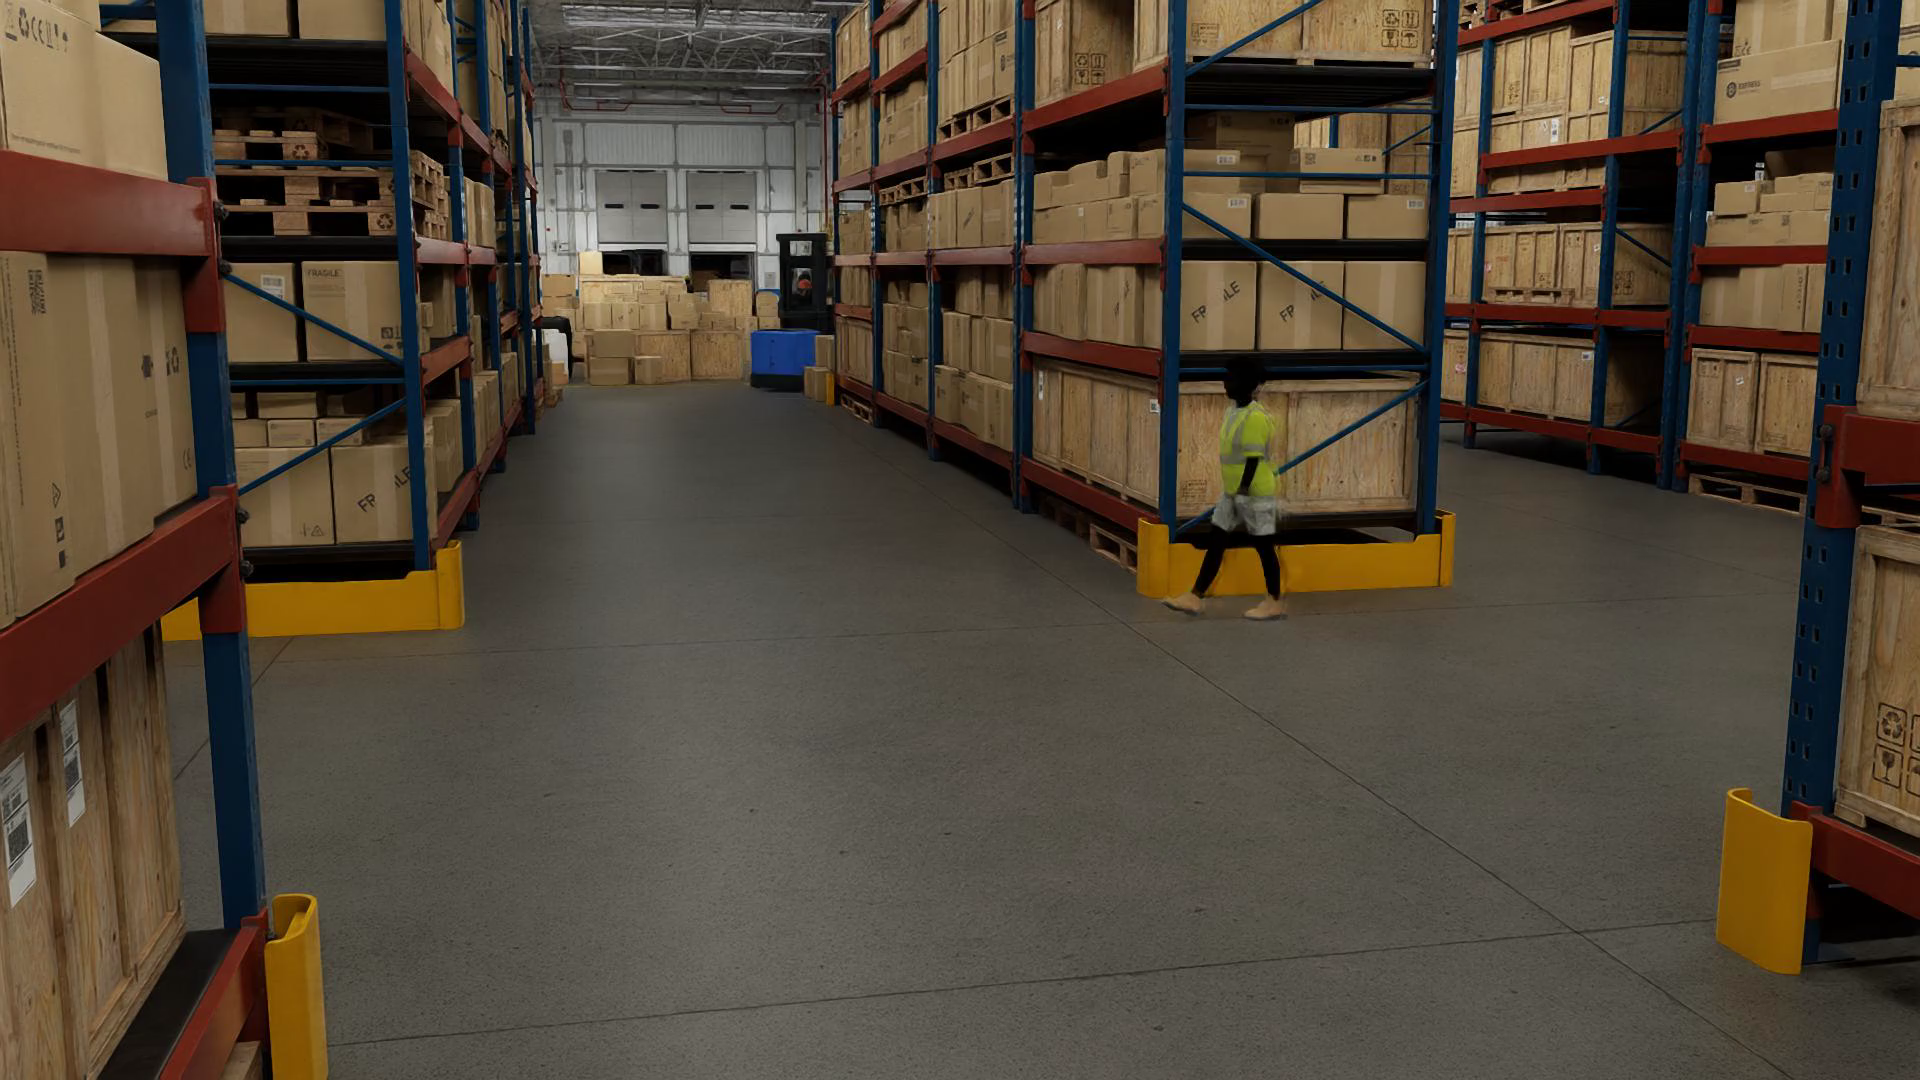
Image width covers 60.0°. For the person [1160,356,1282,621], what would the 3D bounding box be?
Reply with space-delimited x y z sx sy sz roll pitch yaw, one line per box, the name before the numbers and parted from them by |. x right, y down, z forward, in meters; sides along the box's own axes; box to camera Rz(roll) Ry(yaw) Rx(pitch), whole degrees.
person | 1.661 -0.302 10.338 0.820 1.656 0.557 -2 10 -13

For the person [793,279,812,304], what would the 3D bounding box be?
person | -2.907 -3.882 31.174 0.379 1.996 0.611 -6 11 -32

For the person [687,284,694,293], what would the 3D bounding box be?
person | -6.092 -4.813 37.326 0.429 1.839 0.634 -6 11 -34

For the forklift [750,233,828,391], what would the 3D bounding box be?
forklift | -2.861 -4.159 30.173 1.129 2.768 1.873 6 11 32

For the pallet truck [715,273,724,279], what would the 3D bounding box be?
pallet truck | -8.580 -8.986 62.280 1.885 1.965 0.823 1 9 5

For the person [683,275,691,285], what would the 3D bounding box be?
person | -10.051 -8.804 61.385 0.585 1.928 0.368 5 10 27

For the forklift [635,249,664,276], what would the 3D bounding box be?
forklift | -10.500 -8.463 56.408 1.129 2.768 1.873 -7 12 -38
